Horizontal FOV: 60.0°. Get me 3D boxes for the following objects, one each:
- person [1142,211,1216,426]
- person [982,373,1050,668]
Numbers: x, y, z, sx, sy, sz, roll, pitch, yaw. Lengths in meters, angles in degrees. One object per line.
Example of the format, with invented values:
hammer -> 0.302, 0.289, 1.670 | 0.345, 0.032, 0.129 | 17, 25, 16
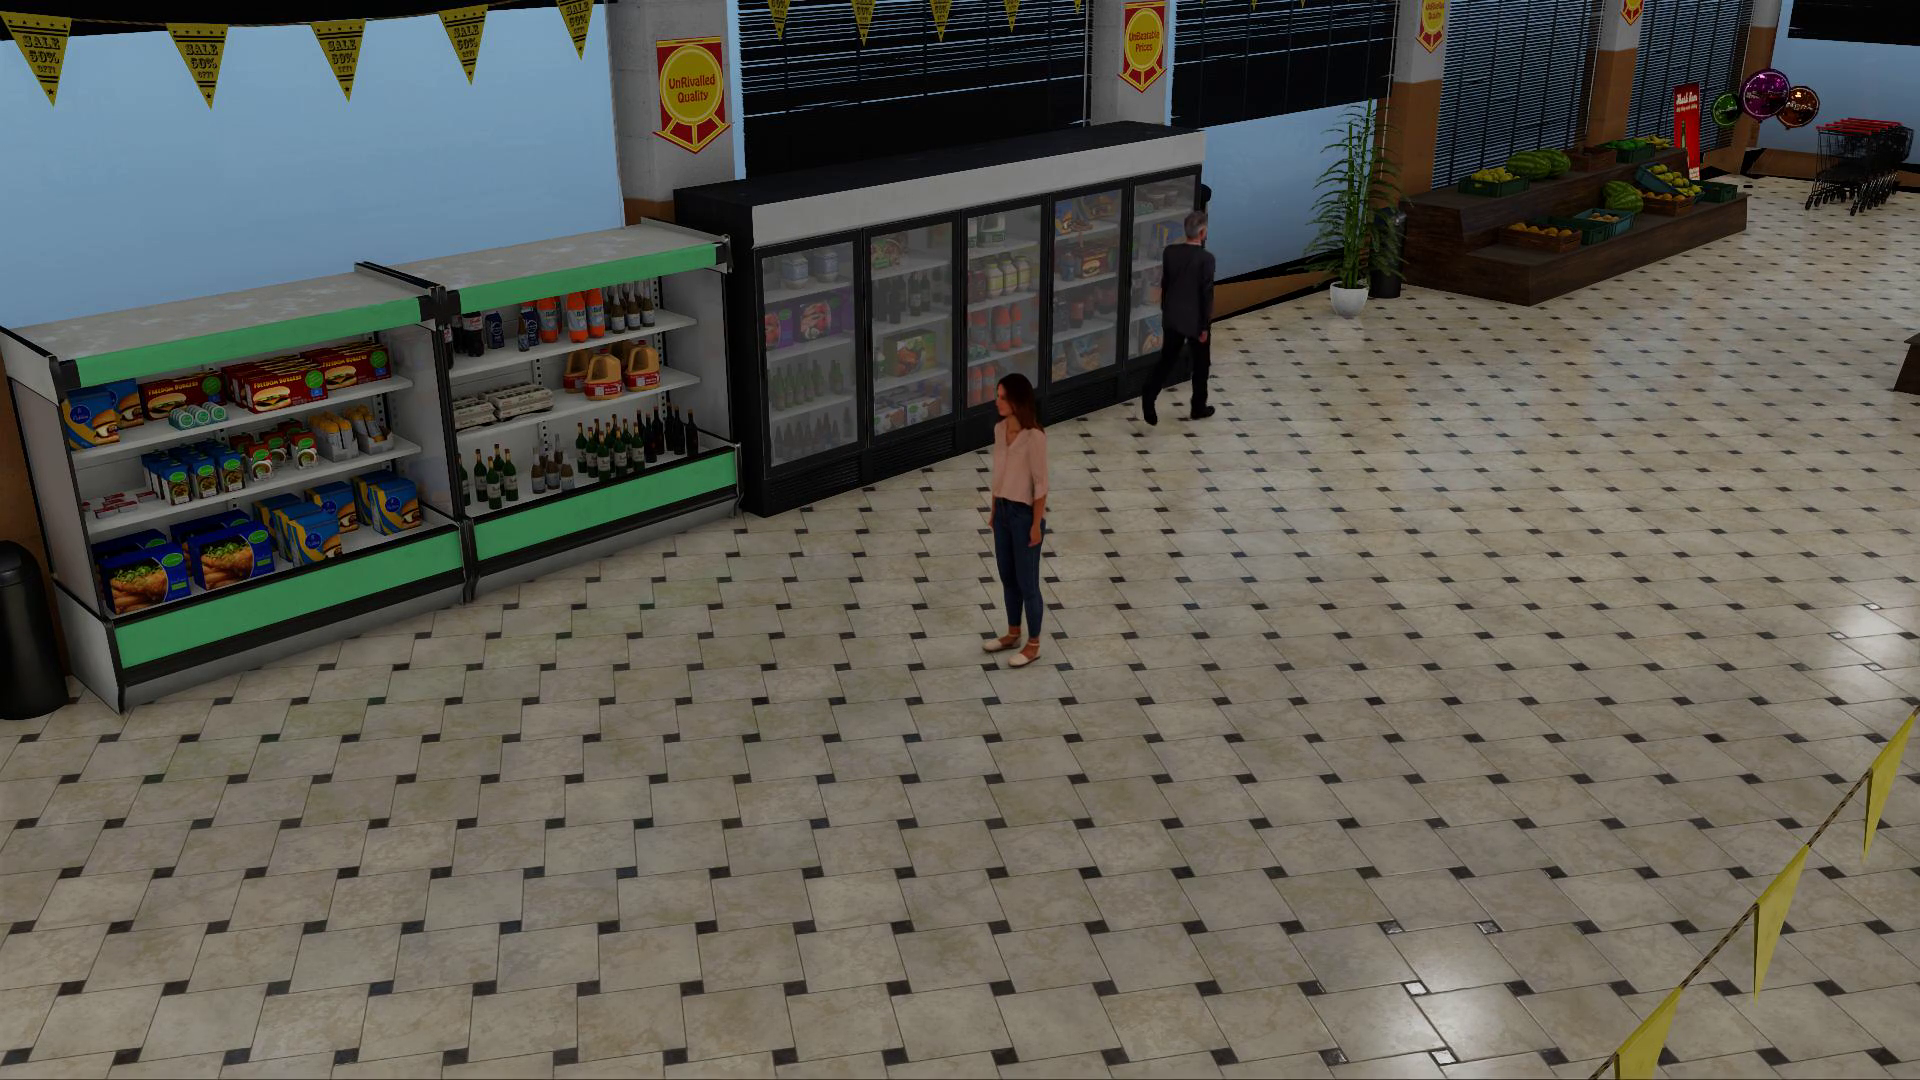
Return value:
person -> 1.863, -1.842, 14.023 | 0.785, 1.815, 1.141 | 17, 27, 36
person -> 0.353, -0.124, 9.783 | 0.568, 1.789, 0.627 | -15, 26, -33
